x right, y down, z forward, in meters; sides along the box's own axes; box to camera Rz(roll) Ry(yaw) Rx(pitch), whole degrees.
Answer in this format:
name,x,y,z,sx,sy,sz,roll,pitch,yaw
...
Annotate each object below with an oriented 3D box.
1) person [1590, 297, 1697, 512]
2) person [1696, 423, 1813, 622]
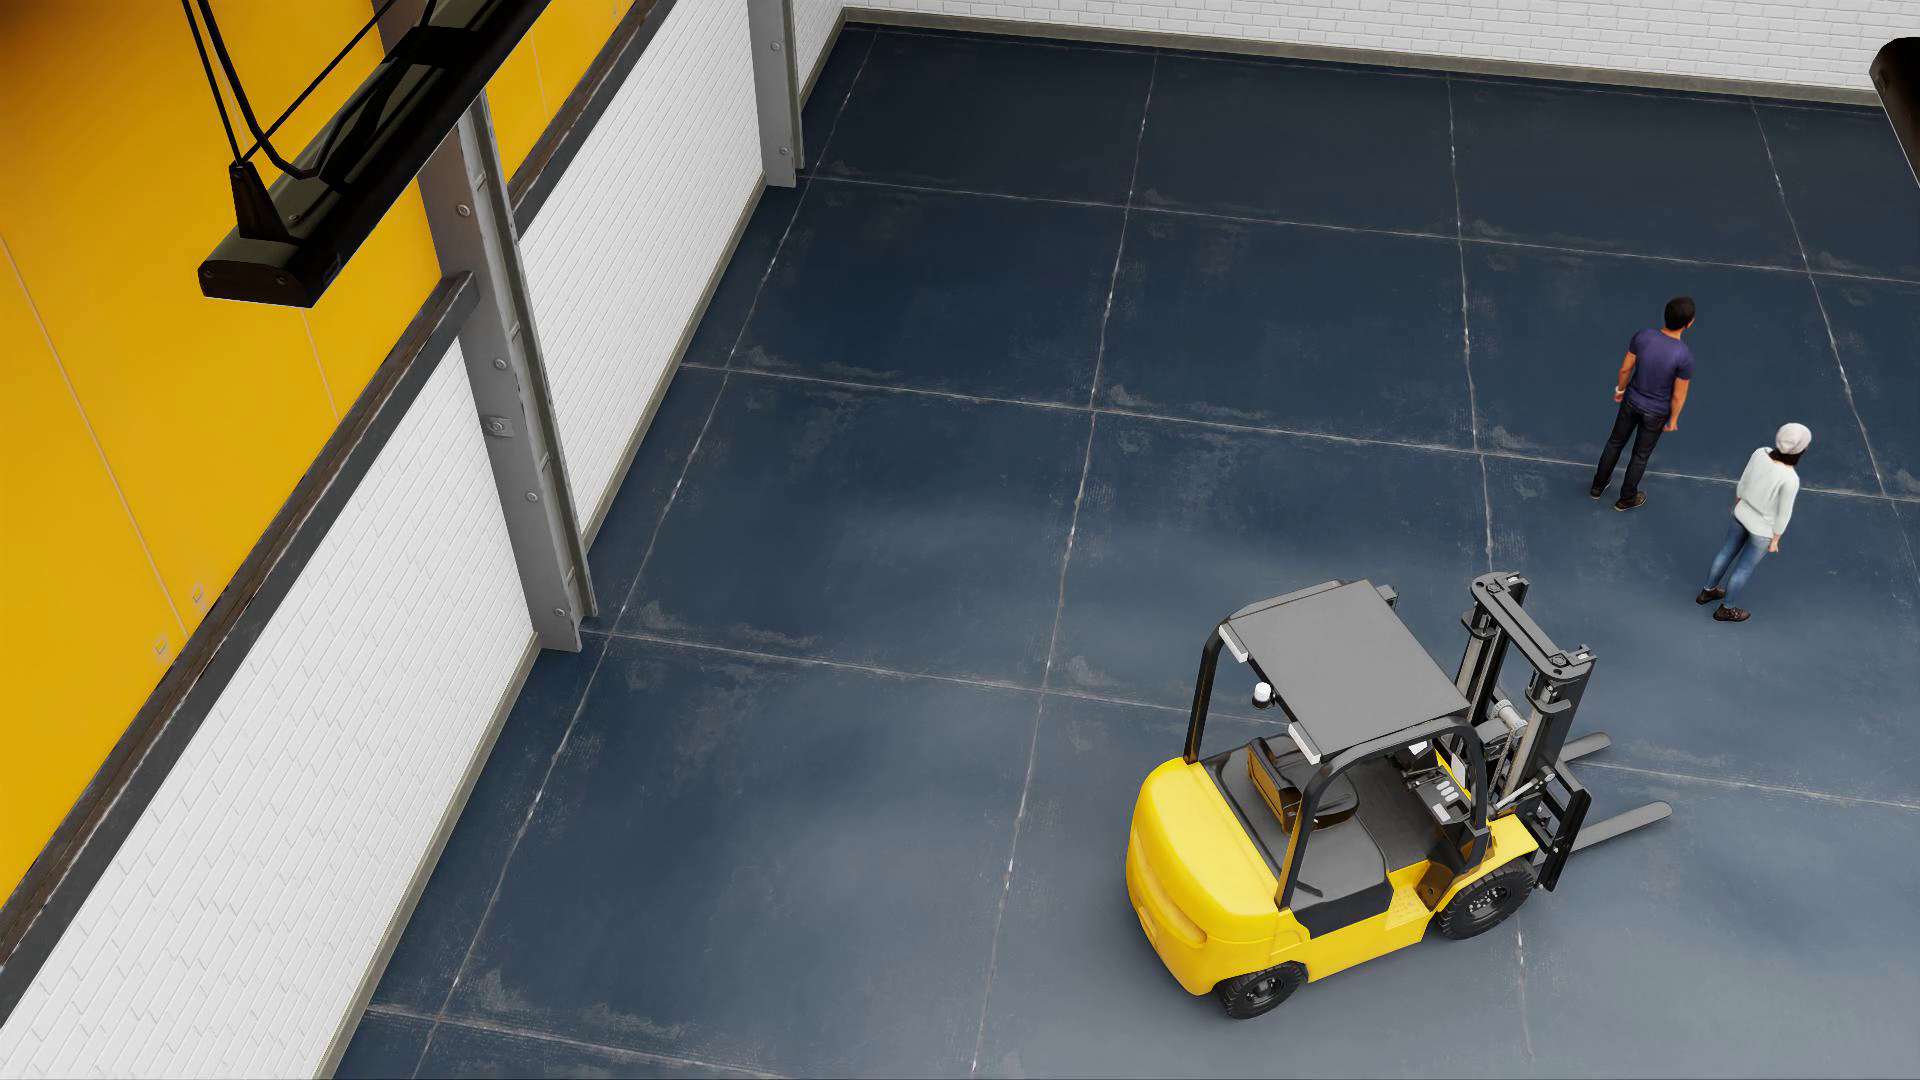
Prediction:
name,x,y,z,sx,sy,sz,roll,pitch,yaw
person,4.880,-0.969,11.846,0.733,1.793,0.718,-33,53,-30
person,5.310,-0.135,11.078,0.706,1.644,0.582,-13,45,-14
